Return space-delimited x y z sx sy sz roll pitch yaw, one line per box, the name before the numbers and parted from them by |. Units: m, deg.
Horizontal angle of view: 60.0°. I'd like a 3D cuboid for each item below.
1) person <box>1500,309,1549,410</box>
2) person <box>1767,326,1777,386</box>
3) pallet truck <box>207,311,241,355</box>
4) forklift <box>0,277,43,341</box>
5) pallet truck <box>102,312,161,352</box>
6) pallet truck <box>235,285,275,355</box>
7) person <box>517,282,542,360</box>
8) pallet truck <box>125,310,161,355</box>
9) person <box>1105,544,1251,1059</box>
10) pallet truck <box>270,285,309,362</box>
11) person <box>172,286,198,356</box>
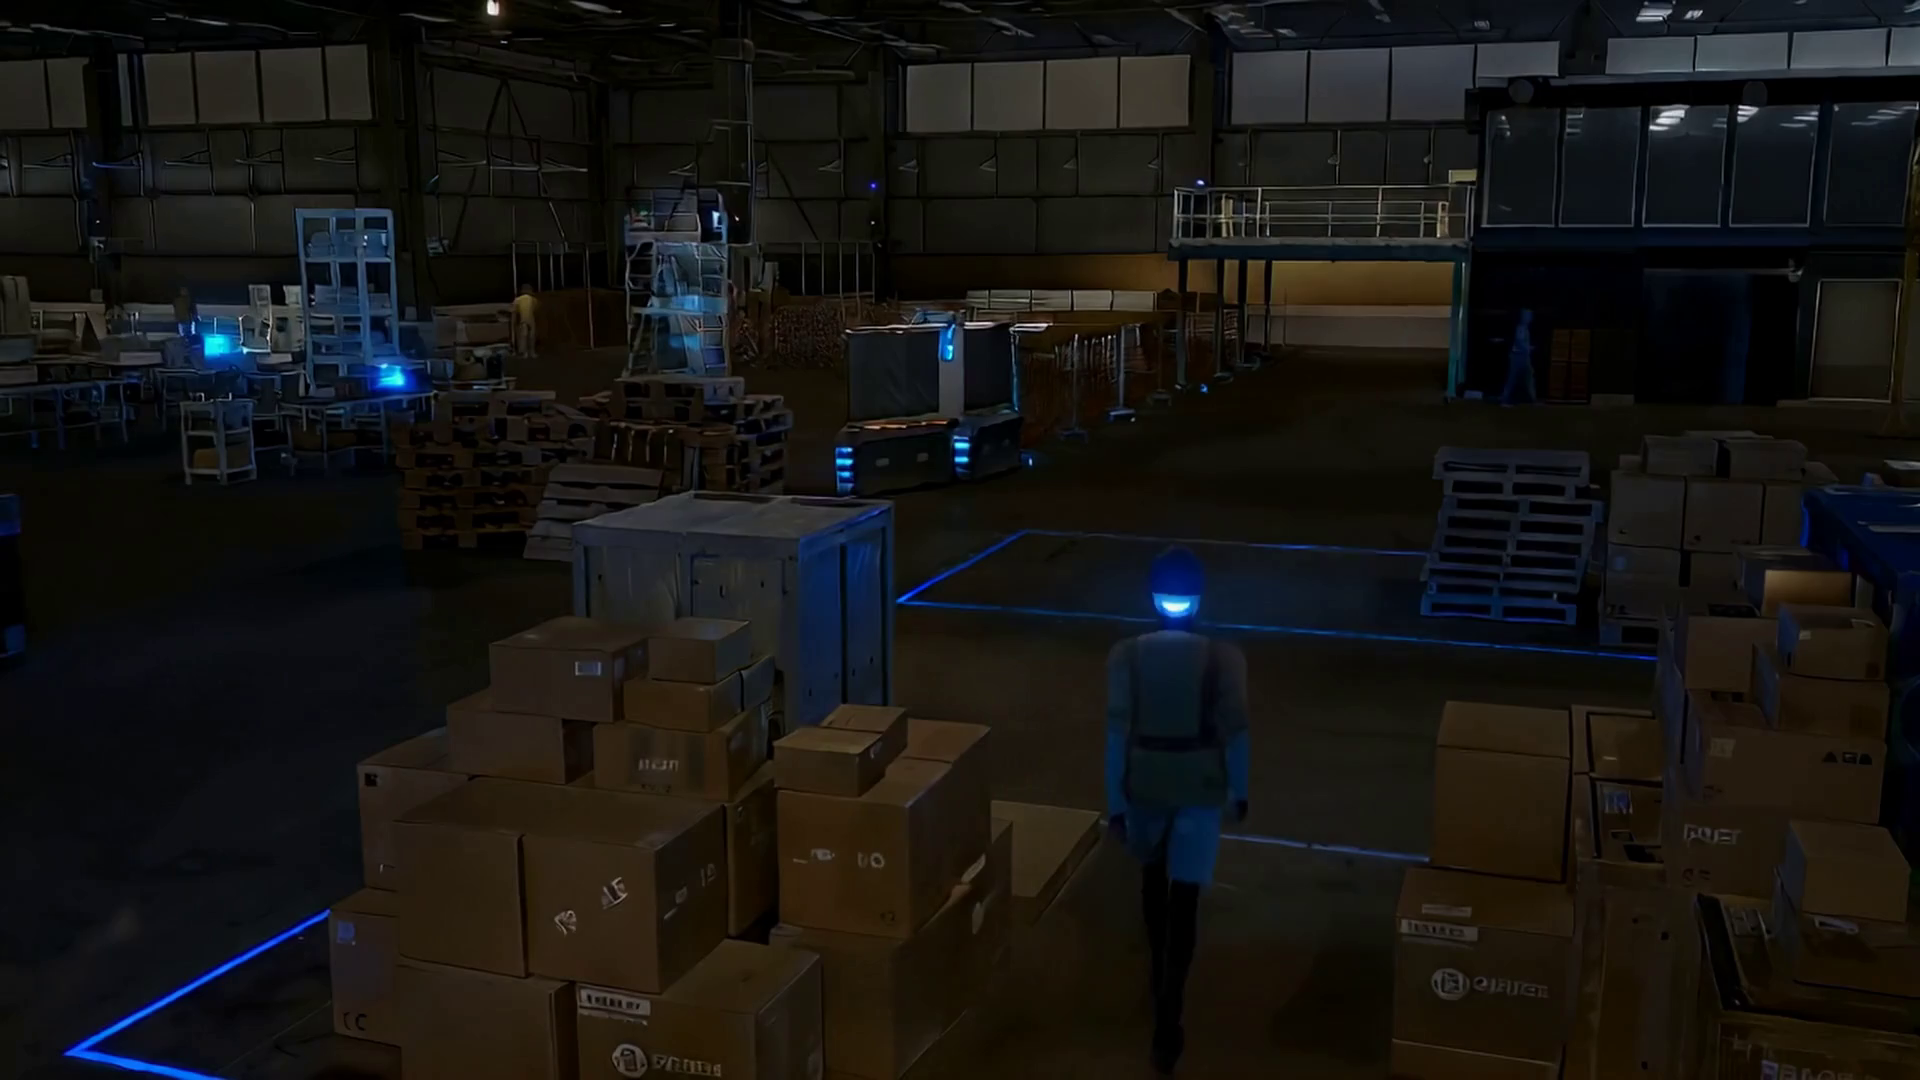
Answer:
person | 10.417 -3.295 30.530 0.946 1.836 0.618 6 12 31
person | 17.446 -4.149 35.366 0.542 1.842 0.760 -4 11 -22
pallet truck | -19.537 -5.575 44.913 0.653 1.274 1.630 3 11 19
forklift | -27.151 -6.329 46.328 1.157 1.987 2.680 3 11 17
pallet truck | -23.057 -5.777 46.261 0.680 1.201 1.601 3 11 19
pallet truck | -18.327 -5.835 44.421 0.823 1.965 1.885 4 11 23
person | -11.396 -5.782 43.998 0.606 2.044 0.373 3 10 16
pallet truck | -22.038 -5.665 45.457 0.704 1.261 1.522 3 11 17
person | 0.842 0.962 6.462 0.544 1.892 1.010 4 11 19
pallet truck | -17.147 -5.700 43.663 0.823 1.965 1.885 3 11 17
person | -21.052 -5.939 45.268 0.652 1.906 0.402 1 10 4
